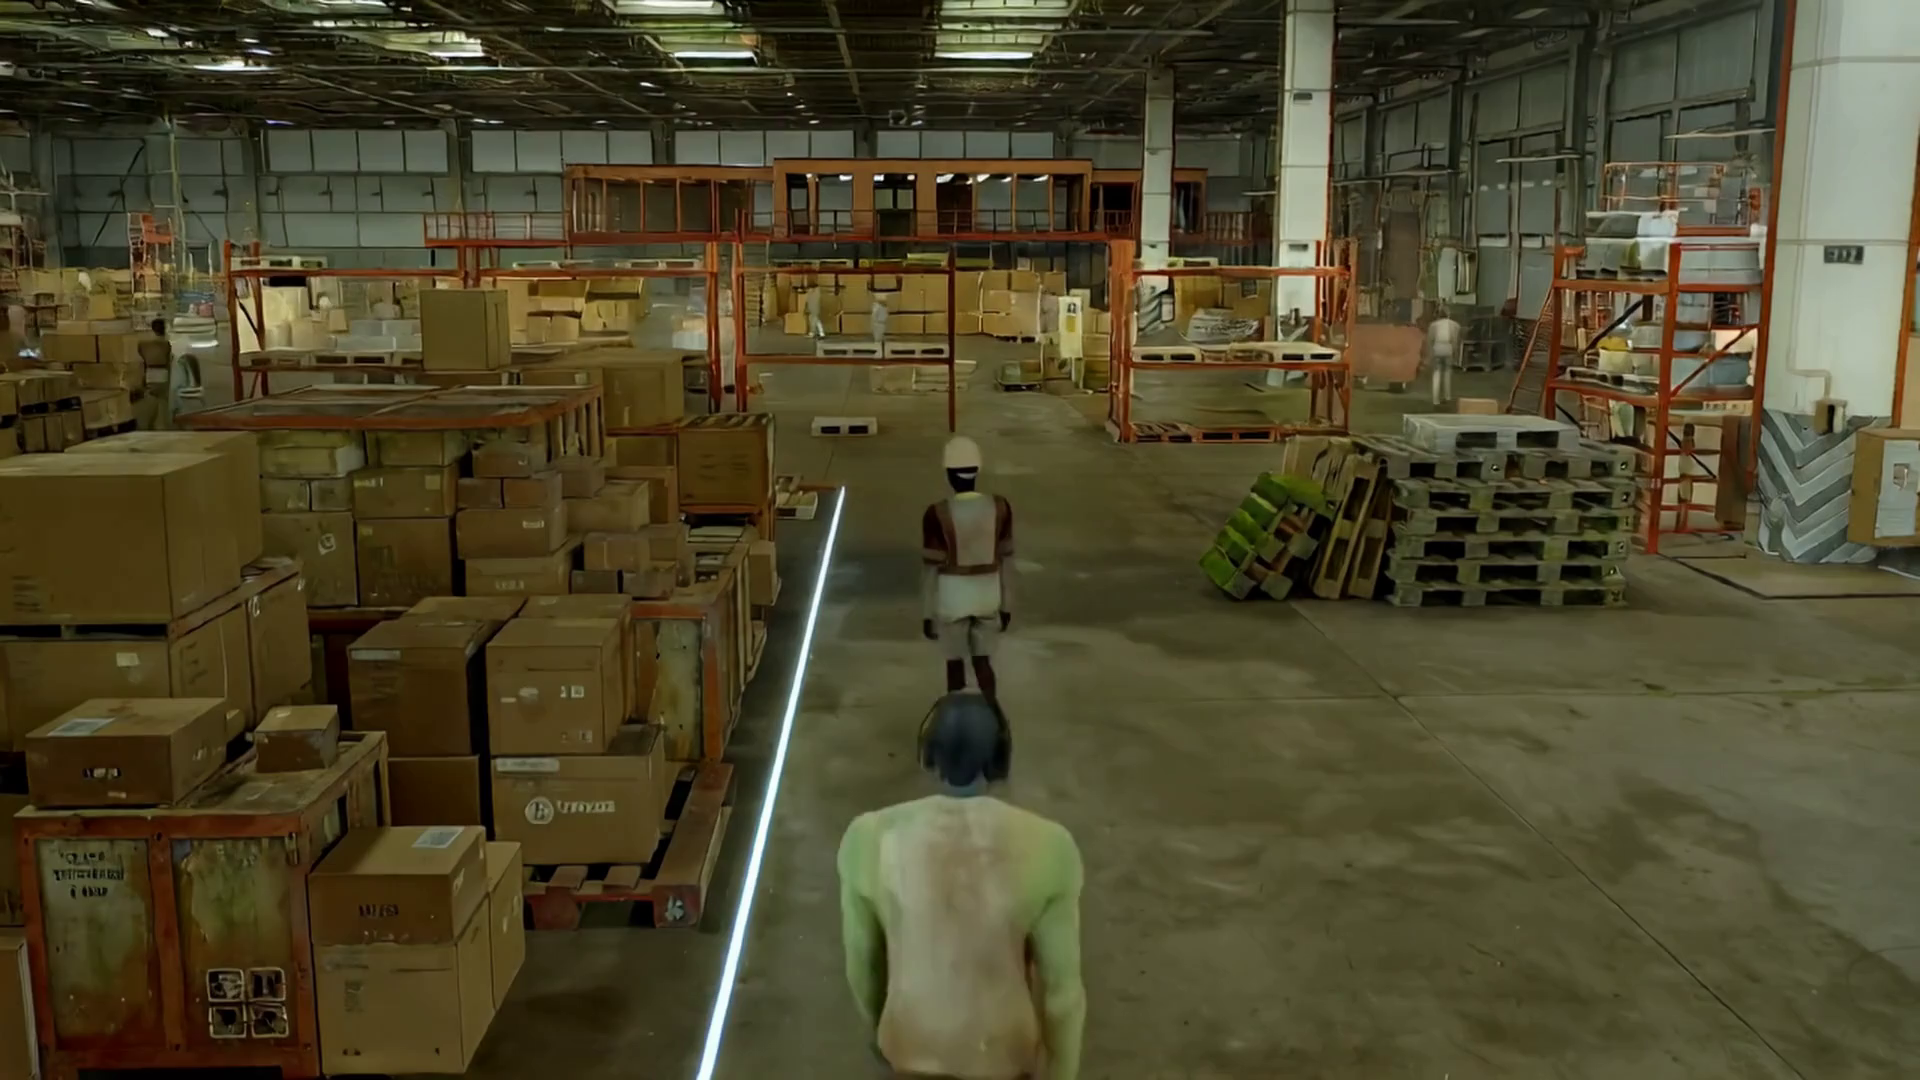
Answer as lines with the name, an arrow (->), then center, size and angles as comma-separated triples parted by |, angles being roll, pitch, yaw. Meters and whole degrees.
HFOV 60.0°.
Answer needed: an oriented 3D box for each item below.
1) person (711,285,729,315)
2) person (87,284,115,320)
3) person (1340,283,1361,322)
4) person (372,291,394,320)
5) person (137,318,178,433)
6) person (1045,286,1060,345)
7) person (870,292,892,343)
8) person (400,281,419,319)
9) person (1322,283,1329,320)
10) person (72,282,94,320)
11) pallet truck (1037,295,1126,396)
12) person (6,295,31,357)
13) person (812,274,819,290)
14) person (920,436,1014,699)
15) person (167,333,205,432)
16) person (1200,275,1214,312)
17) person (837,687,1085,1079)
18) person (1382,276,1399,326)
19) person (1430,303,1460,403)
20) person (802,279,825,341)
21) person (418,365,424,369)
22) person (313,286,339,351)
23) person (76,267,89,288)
person -> -6.934, -6.446, 47.958 | 0.518, 1.788, 1.002 | -5, 11, -25
person -> -21.339, -5.365, 41.331 | 0.608, 1.996, 0.379 | -6, 12, -29
person -> 11.543, -6.684, 49.163 | 0.646, 1.823, 0.466 | -1, 10, -8
person -> -14.000, -5.110, 40.338 | 0.498, 1.847, 0.684 | -9, 13, -40
person -> -11.926, -2.352, 24.797 | 0.622, 1.905, 0.492 | 0, 10, 0
person -> 2.701, -6.604, 48.962 | 0.505, 1.729, 0.434 | 9, 13, 41
person -> -1.890, -5.074, 40.209 | 0.563, 1.822, 0.642 | -4, 11, -21
person -> -15.368, -6.274, 46.569 | 0.376, 1.934, 0.548 | 9, 14, 42
person -> 10.361, -6.549, 48.084 | 0.628, 1.930, 0.439 | 7, 12, 33
person -> -23.345, -5.897, 44.406 | 0.641, 1.954, 0.453 | 1, 10, 6
pallet truck -> 2.483, -3.881, 33.060 | 1.885, 1.965, 0.823 | -7, 13, -36
person -> -21.417, -4.644, 37.841 | 0.545, 1.810, 0.989 | 1, 10, 5
person -> -5.275, -8.796, 60.763 | 0.356, 1.882, 0.574 | 1, 10, 7
person -> 0.034, 0.360, 9.623 | 0.563, 1.927, 0.423 | -4, 11, -21
person -> -9.961, -1.706, 21.294 | 0.562, 1.865, 0.623 | 0, 10, -1
person -> 10.604, -10.770, 71.480 | 0.612, 1.986, 0.407 | 3, 11, 18
person -> 0.000, 1.321, 4.319 | 0.623, 1.916, 0.496 | 0, 10, 0
person -> 14.583, -8.011, 56.396 | 0.586, 1.887, 0.896 | -1, 10, -7
person -> 9.155, -3.541, 31.488 | 0.566, 1.896, 0.983 | 5, 11, 27
person -> -4.496, -7.064, 51.061 | 0.914, 1.910, 0.640 | 7, 12, 34
person -> -6.205, -1.484, 19.905 | 0.380, 1.924, 0.593 | 5, 12, 28
person -> -16.798, -5.769, 43.917 | 1.012, 1.881, 0.565 | -3, 11, -15
person -> -39.226, -11.273, 74.492 | 0.642, 1.909, 0.399 | 5, 11, 25
